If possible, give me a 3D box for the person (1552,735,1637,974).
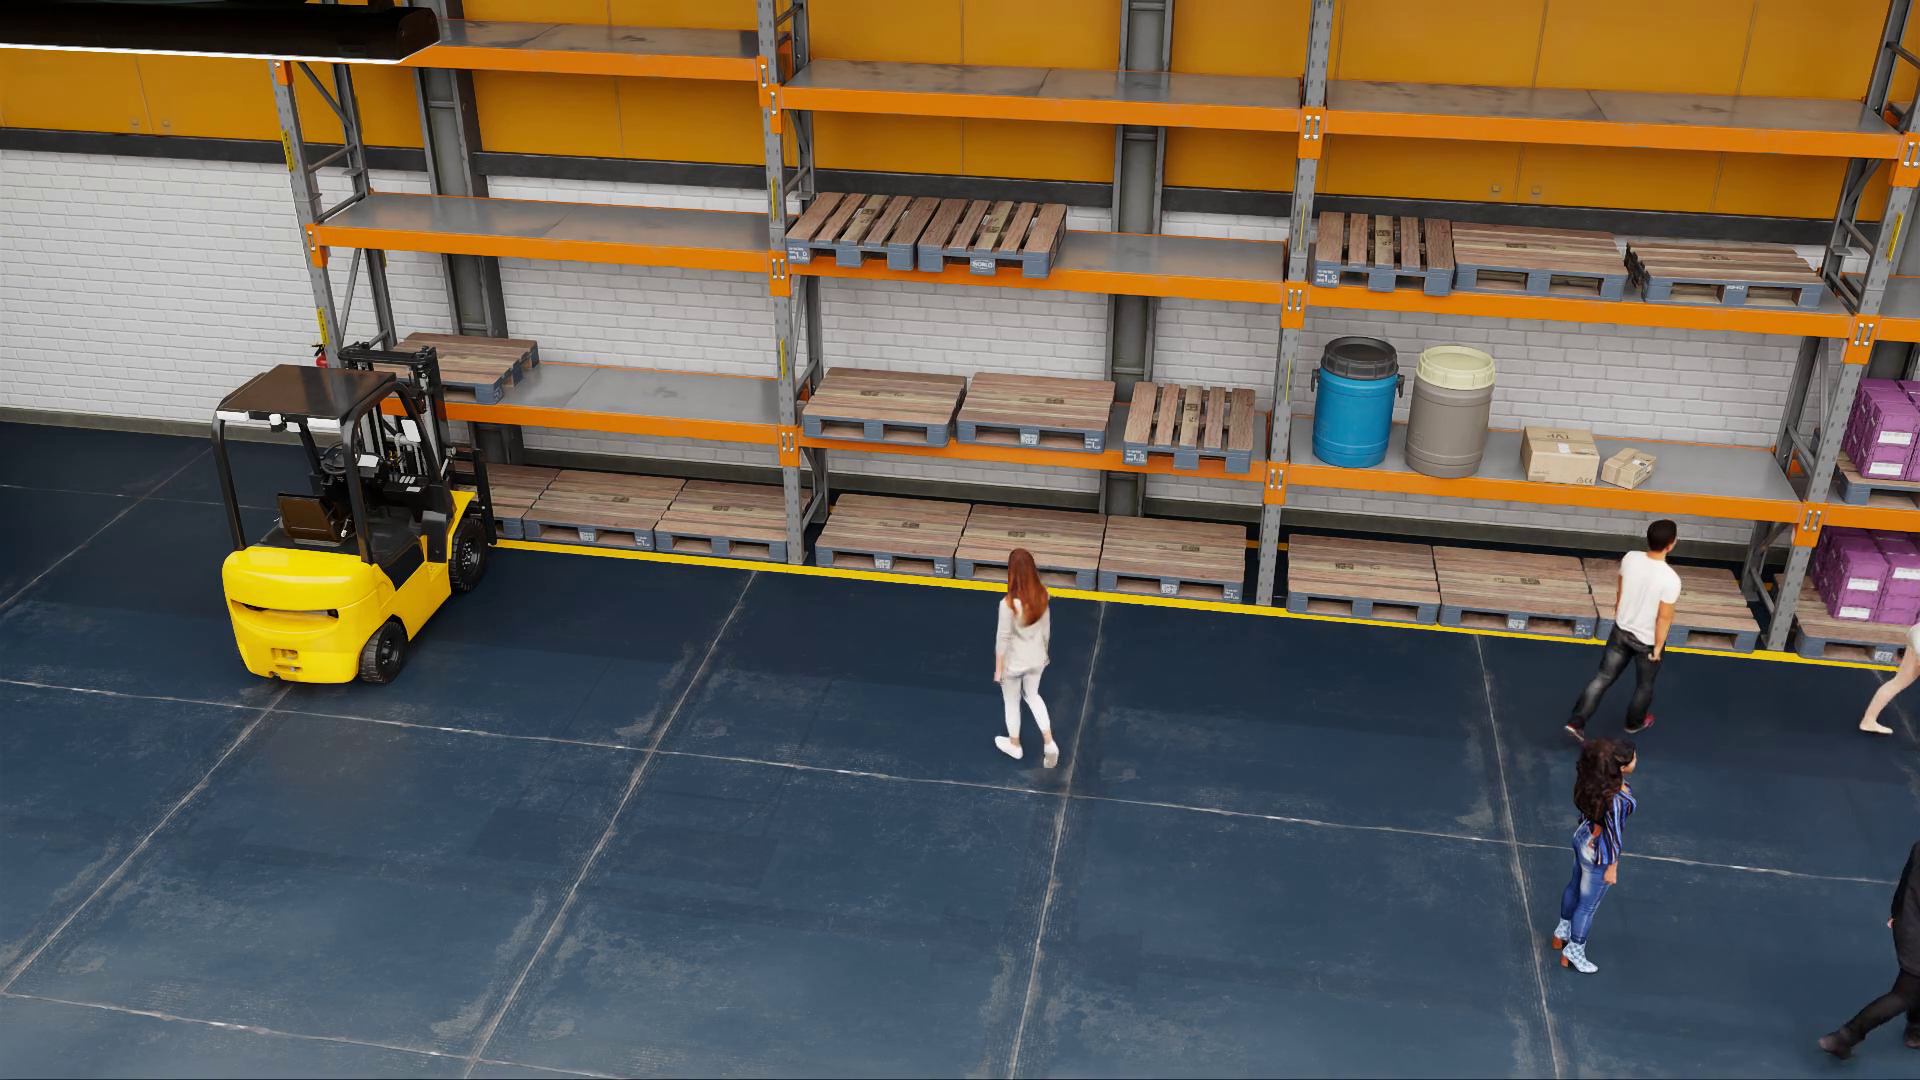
[{"bbox_3d":[3.724,1.824,9.744,0.570,1.607,0.623,2,29,4],"label":"person"}]

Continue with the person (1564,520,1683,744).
[{"bbox_3d":[4.688,0.672,11.675,1.142,1.780,1.101,-20,34,-32],"label":"person"}]

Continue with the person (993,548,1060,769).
[{"bbox_3d":[0.481,0.857,11.427,0.917,1.691,0.974,-19,34,-30],"label":"person"}]

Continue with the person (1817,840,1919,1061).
[{"bbox_3d":[5.158,2.160,8.978,1.192,1.750,0.861,-4,29,-7],"label":"person"}]
